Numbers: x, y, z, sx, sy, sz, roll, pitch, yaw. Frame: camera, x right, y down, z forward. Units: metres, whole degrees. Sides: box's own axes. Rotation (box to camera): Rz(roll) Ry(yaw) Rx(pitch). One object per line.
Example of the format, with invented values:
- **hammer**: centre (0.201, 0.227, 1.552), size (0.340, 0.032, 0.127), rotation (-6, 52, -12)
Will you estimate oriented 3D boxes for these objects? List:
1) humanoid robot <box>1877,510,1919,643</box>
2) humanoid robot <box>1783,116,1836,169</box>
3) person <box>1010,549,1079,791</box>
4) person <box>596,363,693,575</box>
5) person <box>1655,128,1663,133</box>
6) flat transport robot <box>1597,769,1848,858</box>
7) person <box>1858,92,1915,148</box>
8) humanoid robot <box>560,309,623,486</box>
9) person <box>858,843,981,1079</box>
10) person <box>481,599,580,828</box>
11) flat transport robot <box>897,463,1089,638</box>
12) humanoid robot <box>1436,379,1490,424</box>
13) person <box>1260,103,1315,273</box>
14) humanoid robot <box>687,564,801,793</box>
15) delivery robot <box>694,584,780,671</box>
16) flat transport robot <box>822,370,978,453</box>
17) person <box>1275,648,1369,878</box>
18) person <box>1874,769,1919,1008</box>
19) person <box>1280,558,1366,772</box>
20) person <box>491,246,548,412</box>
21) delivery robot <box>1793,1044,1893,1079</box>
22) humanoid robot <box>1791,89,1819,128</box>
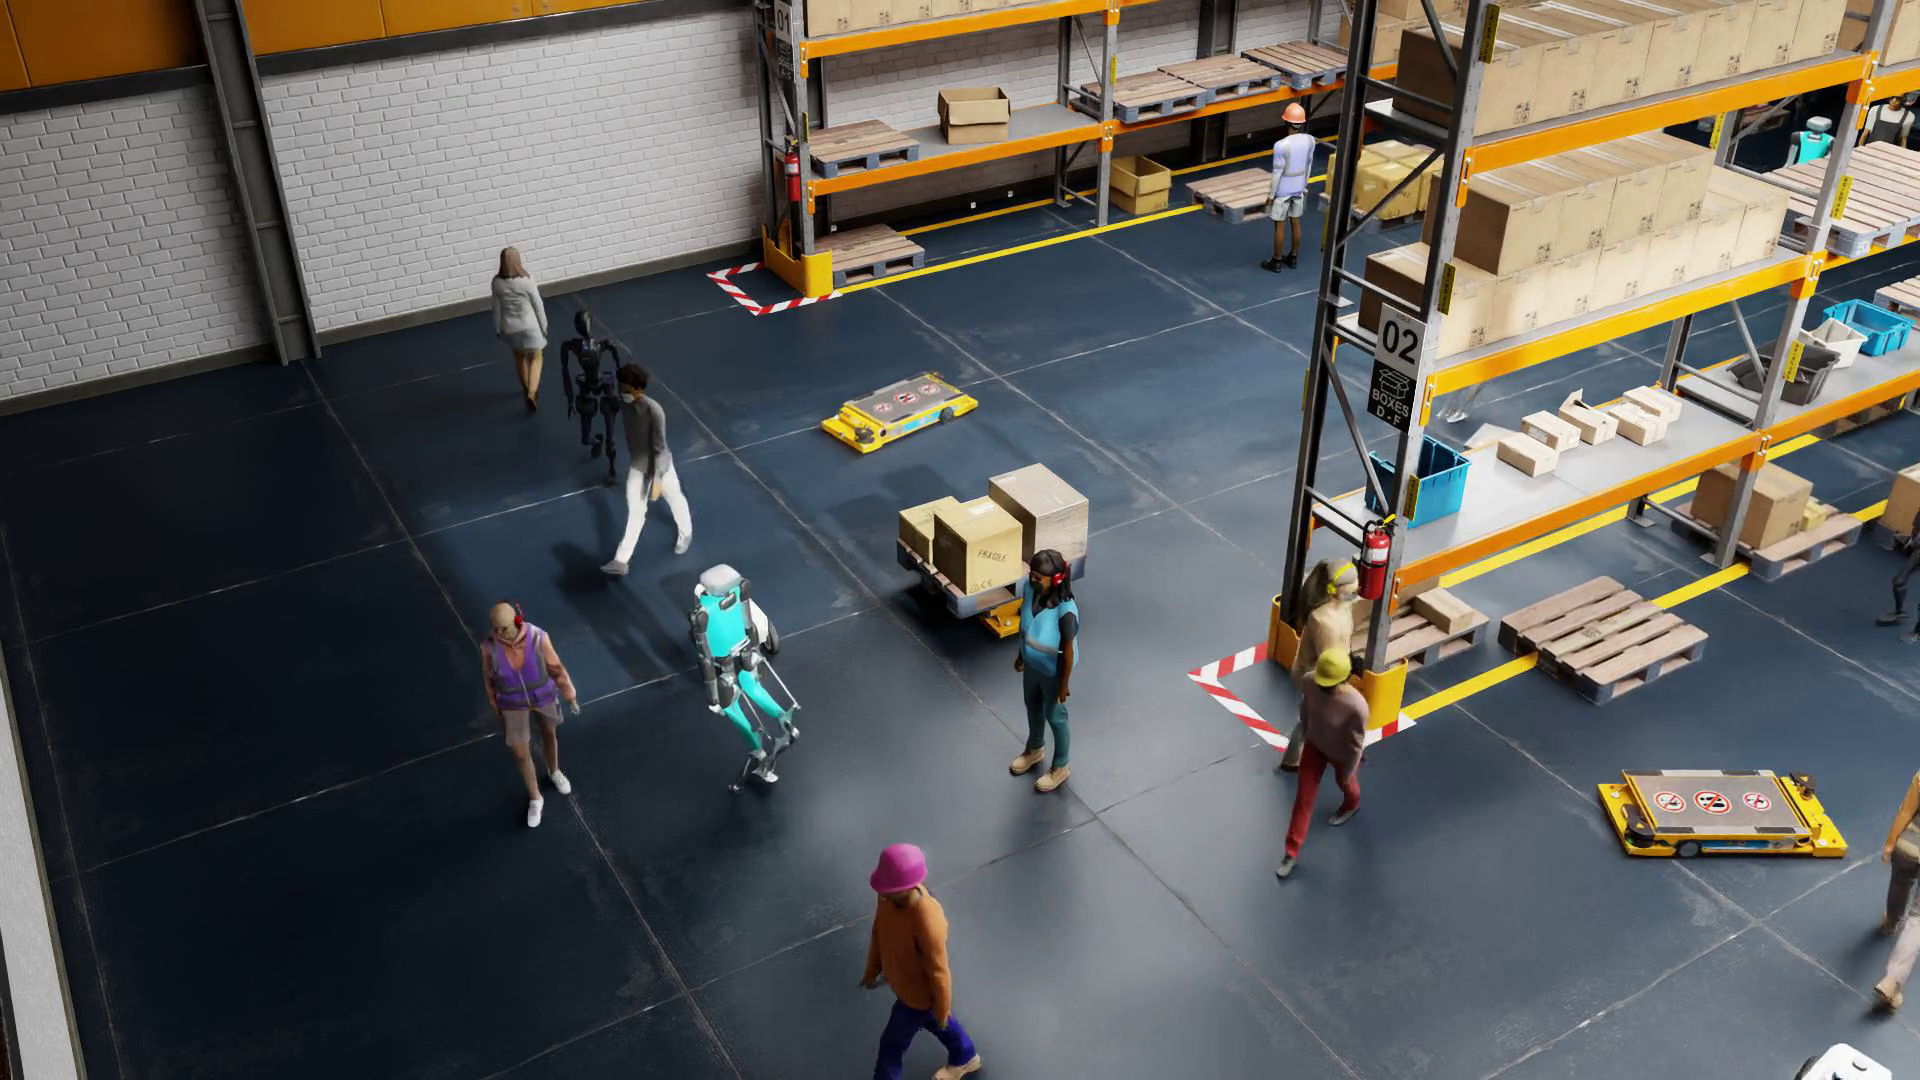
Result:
- **humanoid robot**: centre (7.472, 0.047, 12.684), size (0.339, 1.654, 0.583), rotation (-6, 33, -10)
- **humanoid robot**: centre (9.423, -3.796, 18.839), size (0.553, 1.846, 0.892), rotation (25, 40, 34)
- **person**: centre (0.585, 0.853, 11.233), size (0.389, 1.860, 0.505), rotation (-21, 38, -30)
- **person**: centre (-2.568, -0.574, 13.513), size (0.554, 1.836, 1.031), rotation (18, 36, 26)
- **person**: centre (7.975, -4.506, 19.802), size (0.403, 1.828, 0.600), rotation (-17, 36, -26)
- **flat transport robot**: centre (5.101, 1.835, 11.157), size (1.431, 0.231, 0.659), rotation (0, 32, 0)
- **person**: centre (10.945, -4.537, 19.835), size (0.507, 1.846, 0.344), rotation (18, 36, 27)
- **humanoid robot**: centre (-3.216, -1.317, 14.862), size (0.601, 1.648, 0.505), rotation (-1, 32, -2)
- **person**: centre (-0.279, 2.332, 8.803), size (1.011, 1.932, 0.526), rotation (-17, 36, -25)
- **person**: centre (-2.807, 1.112, 11.000), size (0.560, 1.662, 0.663), rotation (-11, 34, -17)
- **flat transport robot**: centre (0.222, 0.298, 13.608), size (0.659, 0.231, 1.431), rotation (-18, 36, -26)
- **humanoid robot**: centre (4.823, -1.883, 15.715), size (0.764, 1.783, 0.552), rotation (-15, 35, -22)
- **person**: centre (3.712, -3.988, 18.875), size (0.542, 1.939, 0.358), rotation (-16, 35, -24)
- **humanoid robot**: centre (-1.365, 1.032, 11.091), size (0.708, 1.824, 0.552), rotation (20, 37, 28)
- **delivery robot**: centre (-1.766, 0.593, 12.843), size (0.499, 0.566, 0.739), rotation (-18, 36, -26)
- **flat transport robot**: centre (-0.573, -1.251, 16.079), size (1.431, 0.231, 0.659), rotation (-25, 40, -34)
- **person**: centre (2.387, 1.307, 10.654), size (0.516, 1.695, 0.927), rotation (25, 40, 34)
- **person**: centre (5.679, 1.876, 9.739), size (0.484, 1.711, 0.982), rotation (23, 39, 32)
- **person**: centre (2.527, 0.857, 11.255), size (0.537, 1.852, 0.672), rotation (12, 34, 18)
- **person**: centre (-4.238, -2.024, 16.022), size (0.499, 1.639, 0.707), rotation (-1, 32, -1)
- **delivery robot**: centre (4.687, 3.063, 8.948), size (0.815, 0.614, 0.499), rotation (-24, 40, -33)
- **humanoid robot**: centre (12.024, -6.688, 23.439), size (0.608, 1.629, 0.619), rotation (13, 34, 19)
